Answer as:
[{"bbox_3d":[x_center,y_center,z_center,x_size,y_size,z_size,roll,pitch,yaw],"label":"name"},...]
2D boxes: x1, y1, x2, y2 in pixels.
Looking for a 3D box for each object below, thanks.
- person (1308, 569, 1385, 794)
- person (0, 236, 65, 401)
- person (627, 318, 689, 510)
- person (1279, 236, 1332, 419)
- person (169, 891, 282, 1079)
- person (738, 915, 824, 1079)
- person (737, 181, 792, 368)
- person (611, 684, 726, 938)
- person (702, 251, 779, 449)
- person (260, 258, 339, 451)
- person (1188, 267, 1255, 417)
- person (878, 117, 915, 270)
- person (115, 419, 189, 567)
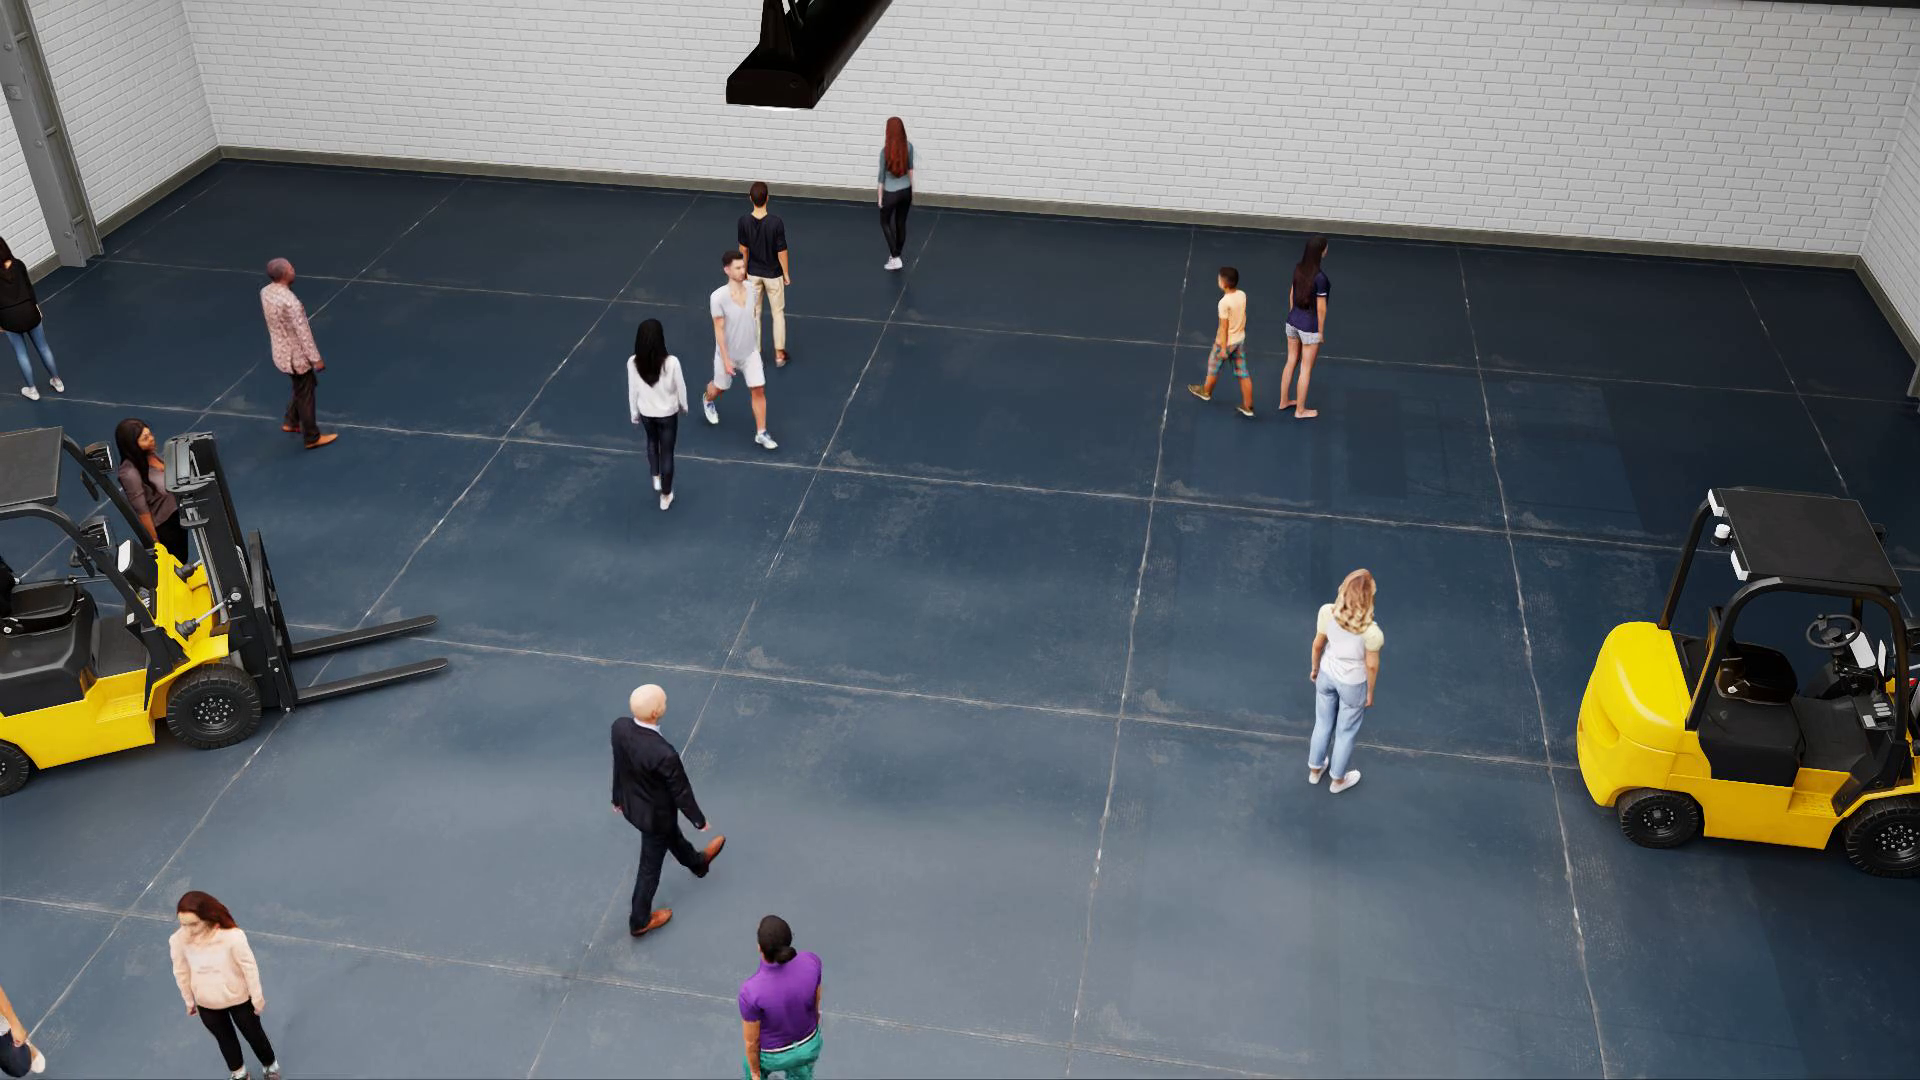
[{"bbox_3d":[2.530,0.934,10.987,0.709,1.723,0.706,24,41,32],"label":"person"},{"bbox_3d":[-8.866,-2.123,15.660,0.623,1.643,0.702,-28,42,-35],"label":"person"},{"bbox_3d":[-2.548,-1.016,13.958,0.629,1.682,0.726,3,34,5],"label":"person"},{"bbox_3d":[3.175,-1.968,15.315,0.720,1.765,0.648,-19,38,-26],"label":"person"},{"bbox_3d":[-3.950,2.434,8.946,0.619,1.485,0.592,-2,34,-3],"label":"person"},{"bbox_3d":[-0.846,2.622,8.421,0.751,1.753,0.799,-17,37,-24],"label":"person"},{"bbox_3d":[-1.895,-2.574,16.149,0.643,1.851,0.555,4,34,6],"label":"person"},{"bbox_3d":[-1.892,1.648,9.875,1.094,1.765,1.236,27,42,35],"label":"person"},{"bbox_3d":[-2.073,-1.738,14.921,1.244,1.818,1.250,-24,40,-31],"label":"person"},{"bbox_3d":[-5.980,-1.607,14.747,0.869,1.793,0.834,-28,43,-35],"label":"person"},{"bbox_3d":[2.543,-1.798,15.367,0.975,1.424,0.985,-24,40,-31],"label":"person"},{"bbox_3d":[-0.657,-3.698,17.946,0.797,1.735,0.871,-15,36,-21],"label":"person"},{"bbox_3d":[-5.967,-0.086,12.415,0.770,1.842,0.629,-3,34,-5],"label":"person"}]
